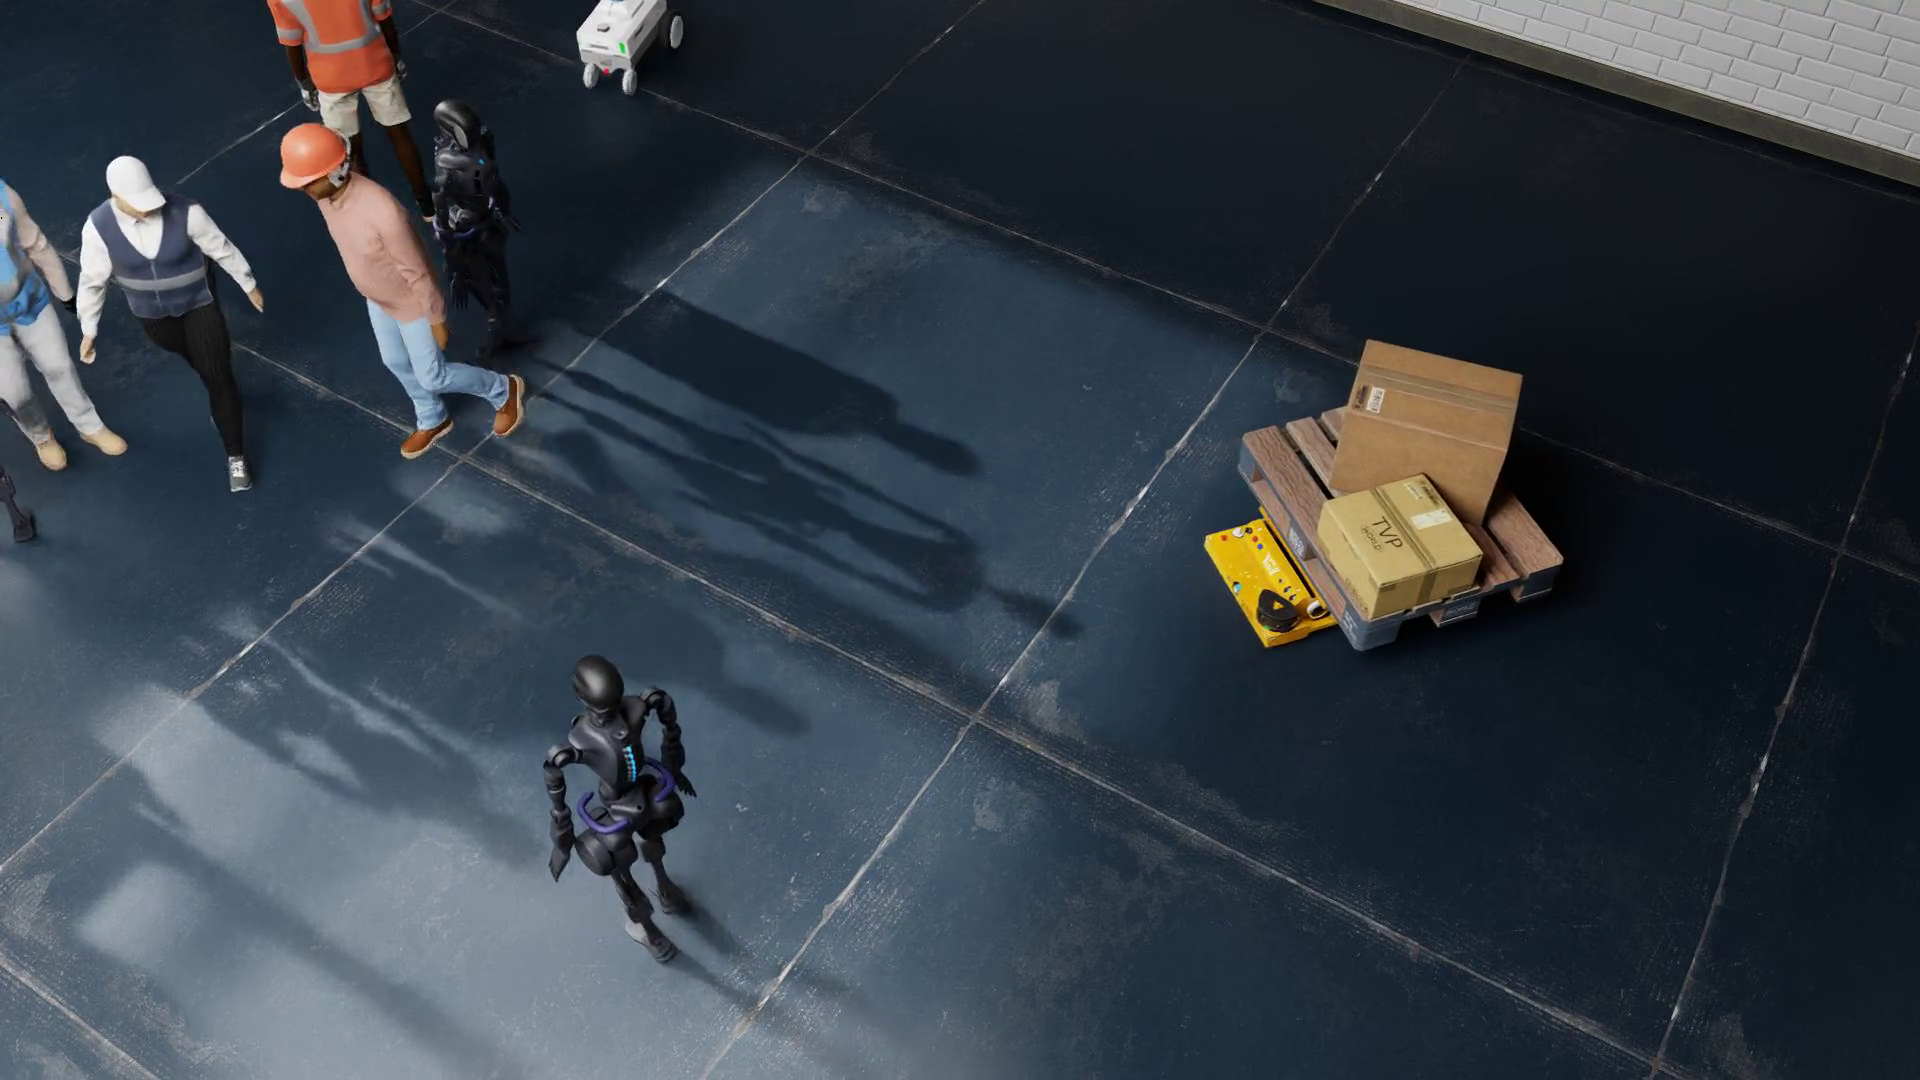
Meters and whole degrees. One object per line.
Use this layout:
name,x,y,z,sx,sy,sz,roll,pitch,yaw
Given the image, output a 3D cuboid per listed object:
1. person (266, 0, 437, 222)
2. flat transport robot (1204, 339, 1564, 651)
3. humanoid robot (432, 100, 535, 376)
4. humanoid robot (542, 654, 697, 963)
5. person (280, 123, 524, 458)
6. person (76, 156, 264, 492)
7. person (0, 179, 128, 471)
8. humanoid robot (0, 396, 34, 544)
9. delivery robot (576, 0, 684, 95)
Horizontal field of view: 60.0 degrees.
person,-3.266,-2.525,8.908,0.599,1.958,0.383,-20,52,-16
flat transport robot,1.938,0.025,7.794,1.431,0.231,0.659,-15,51,-13
humanoid robot,-2.364,-1.474,8.172,0.385,1.640,0.611,12,50,11
humanoid robot,-1.228,0.986,6.019,0.607,1.651,0.360,-36,58,-27
person,-2.575,-1.160,7.715,0.638,1.955,0.711,31,56,24
person,-3.682,-1.023,7.751,0.760,1.703,0.930,-9,49,-8
person,-4.433,-1.057,7.701,0.667,1.830,0.430,-36,58,-27
humanoid robot,-4.593,-0.612,7.410,0.609,1.649,0.401,-18,51,-15
delivery robot,-2.100,-3.210,10.439,0.499,0.606,0.809,12,50,10
